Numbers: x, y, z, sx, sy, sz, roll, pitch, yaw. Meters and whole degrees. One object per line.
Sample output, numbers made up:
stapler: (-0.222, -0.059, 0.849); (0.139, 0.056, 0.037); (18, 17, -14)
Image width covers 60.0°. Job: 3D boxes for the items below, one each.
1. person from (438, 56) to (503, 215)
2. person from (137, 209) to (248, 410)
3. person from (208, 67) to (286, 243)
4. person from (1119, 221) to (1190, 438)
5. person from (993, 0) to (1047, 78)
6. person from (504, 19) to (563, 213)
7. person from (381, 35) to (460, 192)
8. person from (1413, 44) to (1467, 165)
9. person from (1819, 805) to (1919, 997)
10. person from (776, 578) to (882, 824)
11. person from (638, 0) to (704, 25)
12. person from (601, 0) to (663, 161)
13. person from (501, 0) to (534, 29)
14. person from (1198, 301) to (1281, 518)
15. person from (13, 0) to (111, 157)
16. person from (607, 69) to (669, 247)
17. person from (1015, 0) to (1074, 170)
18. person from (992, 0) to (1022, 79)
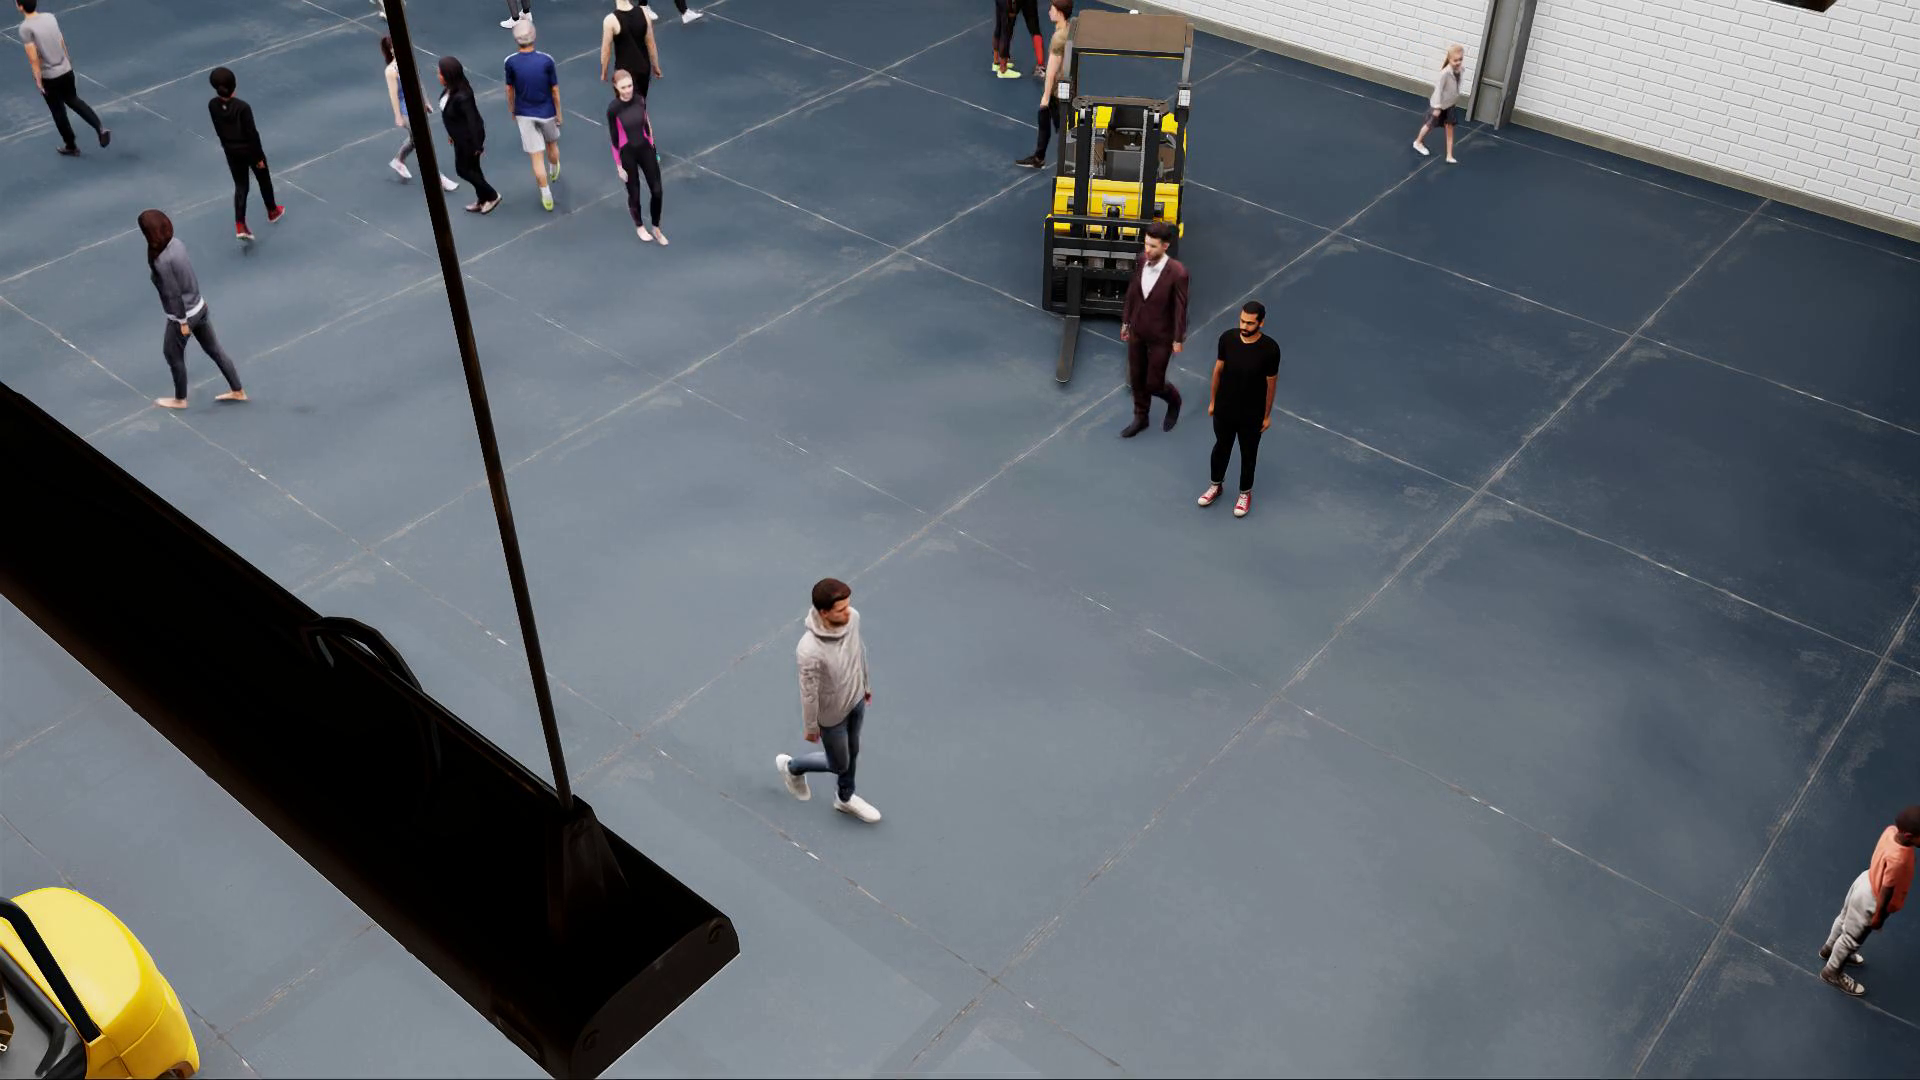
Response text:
person: (-4.684, -3.917, 16.062); (0.790, 1.606, 0.695); (-20, 43, -23)
person: (-6.117, -1.826, 13.336); (1.053, 1.741, 0.972); (-1, 39, -1)
person: (-6.774, -3.597, 15.630); (1.105, 1.646, 1.055); (3, 39, 4)
person: (1.553, -1.669, 13.048); (0.804, 1.854, 0.772); (-31, 48, -33)
person: (0.744, -6.024, 18.584); (0.921, 1.751, 1.304); (-21, 43, -24)
person: (-4.099, -4.071, 16.113); (1.071, 1.784, 1.233); (-10, 40, -12)
person: (-5.481, -4.247, 16.494); (1.115, 1.583, 0.837); (10, 40, 13)
person: (4.940, -4.518, 17.103); (0.759, 1.247, 0.937); (-18, 42, -21)
person: (4.945, 1.911, 9.001); (0.544, 1.310, 0.540); (16, 41, 19)
person: (-0.797, 0.932, 9.804); (0.976, 1.839, 0.780); (19, 42, 22)
person: (-3.698, -7.025, 19.835); (1.201, 1.754, 0.853); (17, 42, 20)
person: (-3.286, -4.741, 16.901); (0.879, 1.846, 1.199); (-25, 45, -28)
person: (-5.412, -7.004, 19.804); (0.650, 1.761, 0.706); (16, 41, 19)
person: (2.074, -0.987, 12.271); (0.583, 1.758, 0.742); (17, 42, 20)
person: (-9.192, -4.756, 17.002); (0.952, 1.744, 0.783); (14, 41, 17)
person: (-3.079, -3.608, 15.578); (0.681, 1.727, 0.743); (-23, 44, -26)
person: (1.064, -4.490, 16.603); (1.278, 1.827, 1.082); (5, 39, 6)
person: (0.504, -6.085, 18.658); (0.703, 1.755, 0.610); (-10, 40, -12)
